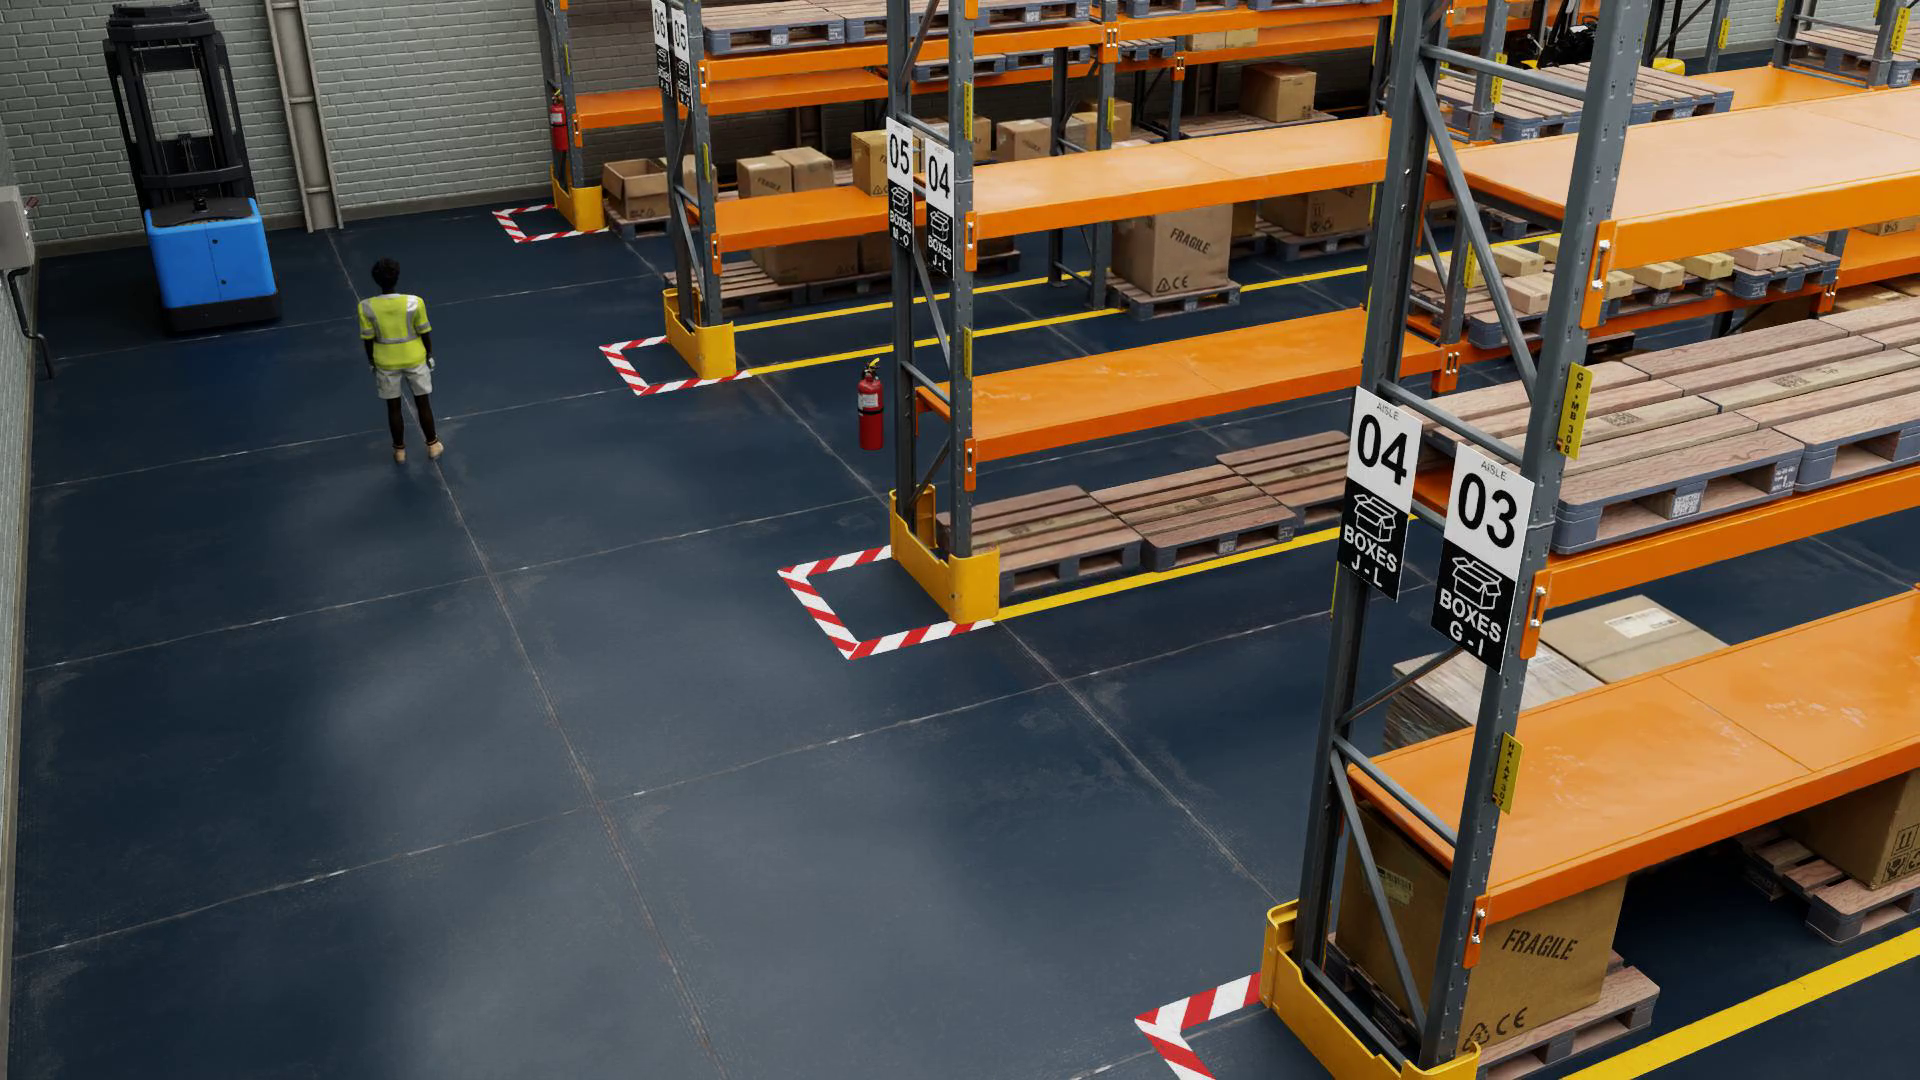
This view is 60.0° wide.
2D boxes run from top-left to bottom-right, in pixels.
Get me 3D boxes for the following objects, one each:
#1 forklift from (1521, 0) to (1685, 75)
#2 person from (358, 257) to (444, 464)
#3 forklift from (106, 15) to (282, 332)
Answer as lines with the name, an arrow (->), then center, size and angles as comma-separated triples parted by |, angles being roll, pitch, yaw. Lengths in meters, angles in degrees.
forklift -> 8.950, -6.807, 23.056 | 1.214, 2.155, 2.313 | -12, 30, -22
person -> -4.466, -1.427, 13.282 | 0.539, 1.695, 0.317 | -8, 29, -14
forklift -> -7.548, -3.672, 16.323 | 1.129, 2.768, 1.873 | -12, 30, -22
